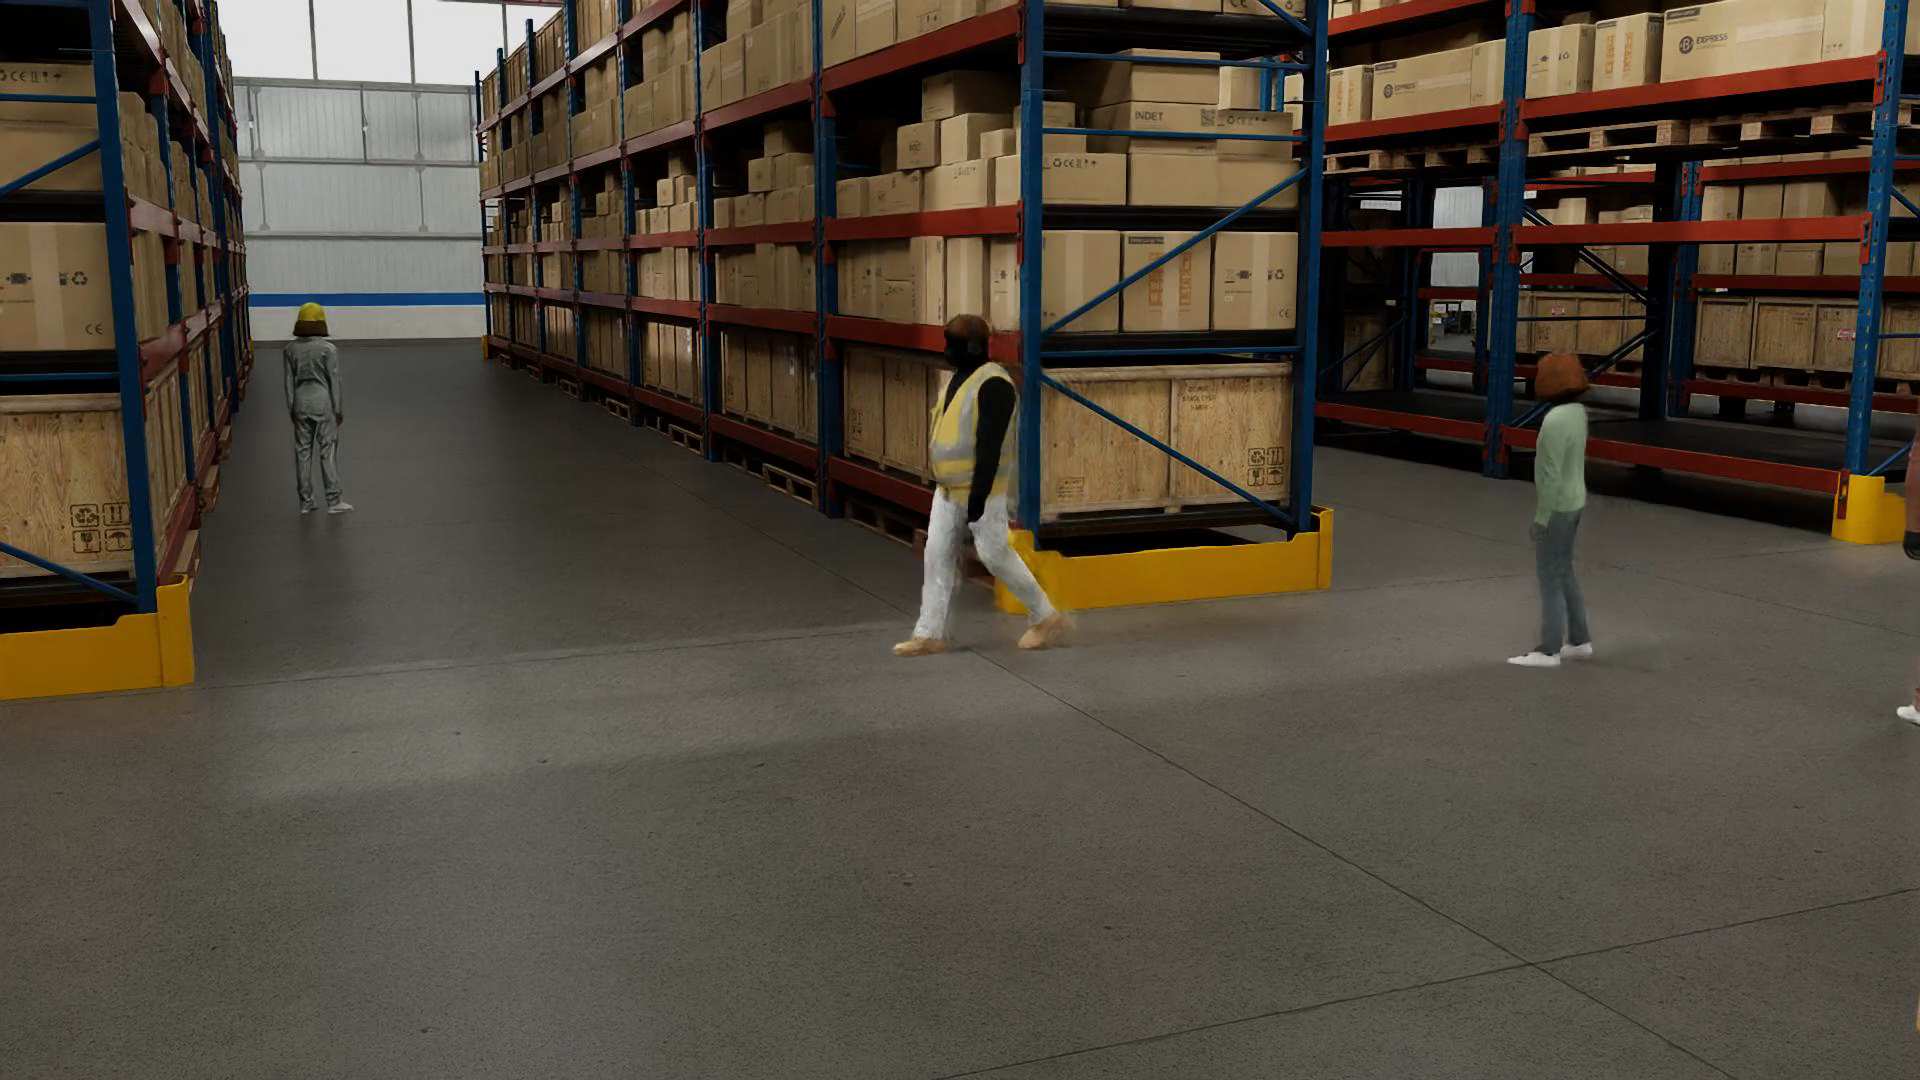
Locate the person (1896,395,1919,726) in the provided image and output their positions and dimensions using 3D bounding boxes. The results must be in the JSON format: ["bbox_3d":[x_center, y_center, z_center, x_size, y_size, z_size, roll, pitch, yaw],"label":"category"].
[{"bbox_3d":[4.492,-0.091,7.359,0.650,1.899,0.398,1,10,5],"label":"person"}]

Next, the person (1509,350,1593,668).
[{"bbox_3d":[3.057,-0.151,8.512,0.290,1.634,0.513,6,11,33],"label":"person"}]

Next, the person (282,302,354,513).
[{"bbox_3d":[-5.338,-1.090,13.790,0.485,1.744,0.309,2,10,10],"label":"person"}]

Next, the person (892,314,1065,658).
[{"bbox_3d":[0.108,-0.283,8.757,0.895,1.815,0.617,-5,11,-28],"label":"person"}]
